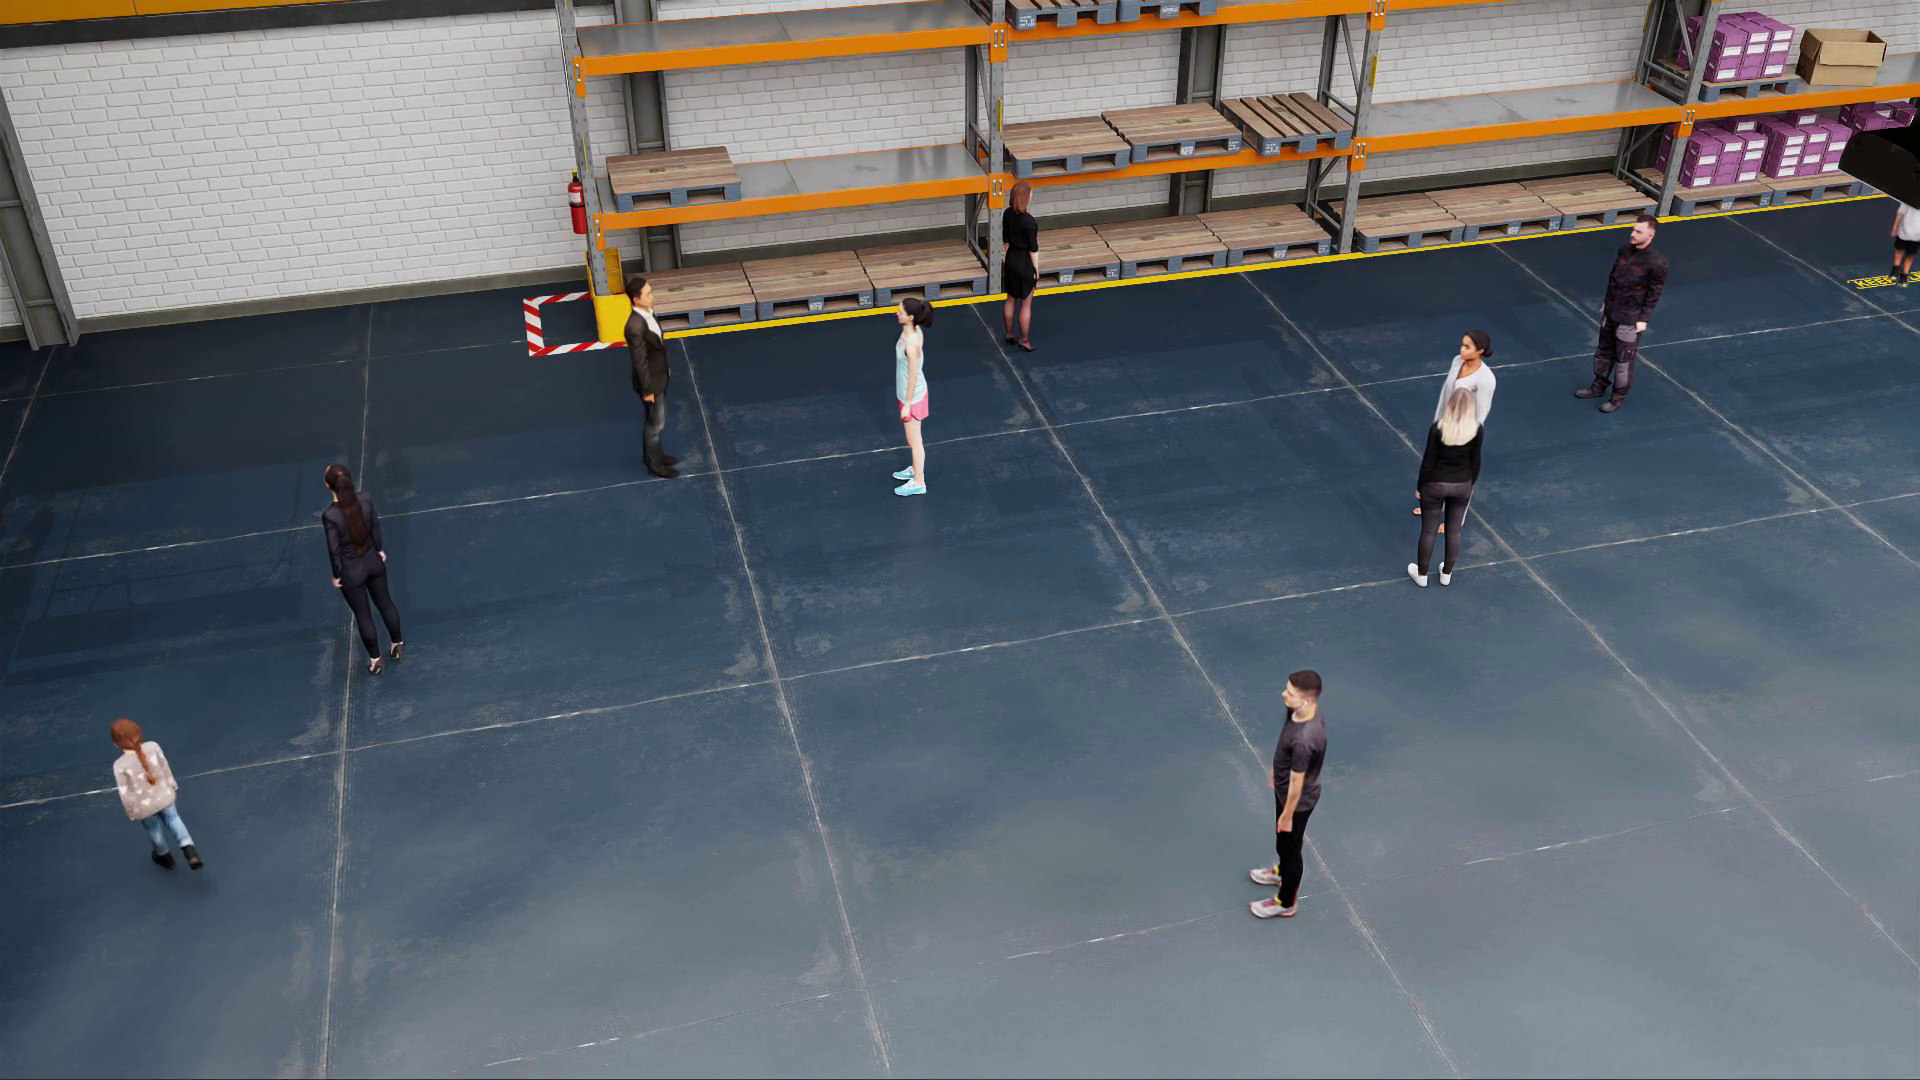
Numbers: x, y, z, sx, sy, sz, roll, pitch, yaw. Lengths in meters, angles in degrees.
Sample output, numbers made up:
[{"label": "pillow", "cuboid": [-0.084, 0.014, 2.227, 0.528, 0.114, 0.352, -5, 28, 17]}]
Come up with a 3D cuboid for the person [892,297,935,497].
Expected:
[{"label": "person", "cuboid": [-0.406, -1.194, 13.727, 0.647, 1.765, 0.631, -1, 34, -2]}]

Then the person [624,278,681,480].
[{"label": "person", "cuboid": [-2.629, -1.384, 13.977, 0.682, 1.805, 0.759, 1, 34, 2]}]

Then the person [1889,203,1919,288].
[{"label": "person", "cuboid": [9.957, -3.308, 17.380, 0.762, 1.241, 0.818, 17, 37, 24]}]

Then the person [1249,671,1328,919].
[{"label": "person", "cuboid": [1.956, 1.467, 9.725, 0.682, 1.763, 0.703, 4, 34, 5]}]

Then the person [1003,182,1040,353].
[{"label": "person", "cuboid": [0.575, -2.611, 15.911, 0.647, 1.707, 0.655, -27, 42, -34]}]

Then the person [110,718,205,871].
[{"label": "person", "cuboid": [-4.879, 1.573, 10.086, 0.755, 1.187, 0.727, 24, 40, 31]}]

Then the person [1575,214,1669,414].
[{"label": "person", "cuboid": [5.998, -2.066, 14.956, 0.678, 1.857, 0.757, -15, 36, -21]}]

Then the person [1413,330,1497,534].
[{"label": "person", "cuboid": [4.001, -0.895, 13.303, 0.599, 1.737, 0.677, -15, 37, -22]}]

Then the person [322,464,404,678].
[{"label": "person", "cuboid": [-4.203, 0.202, 11.675, 0.703, 1.711, 0.619, 22, 40, 30]}]

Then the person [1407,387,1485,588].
[{"label": "person", "cuboid": [3.683, -0.392, 12.592, 0.564, 1.686, 0.722, 0, 34, 1]}]
